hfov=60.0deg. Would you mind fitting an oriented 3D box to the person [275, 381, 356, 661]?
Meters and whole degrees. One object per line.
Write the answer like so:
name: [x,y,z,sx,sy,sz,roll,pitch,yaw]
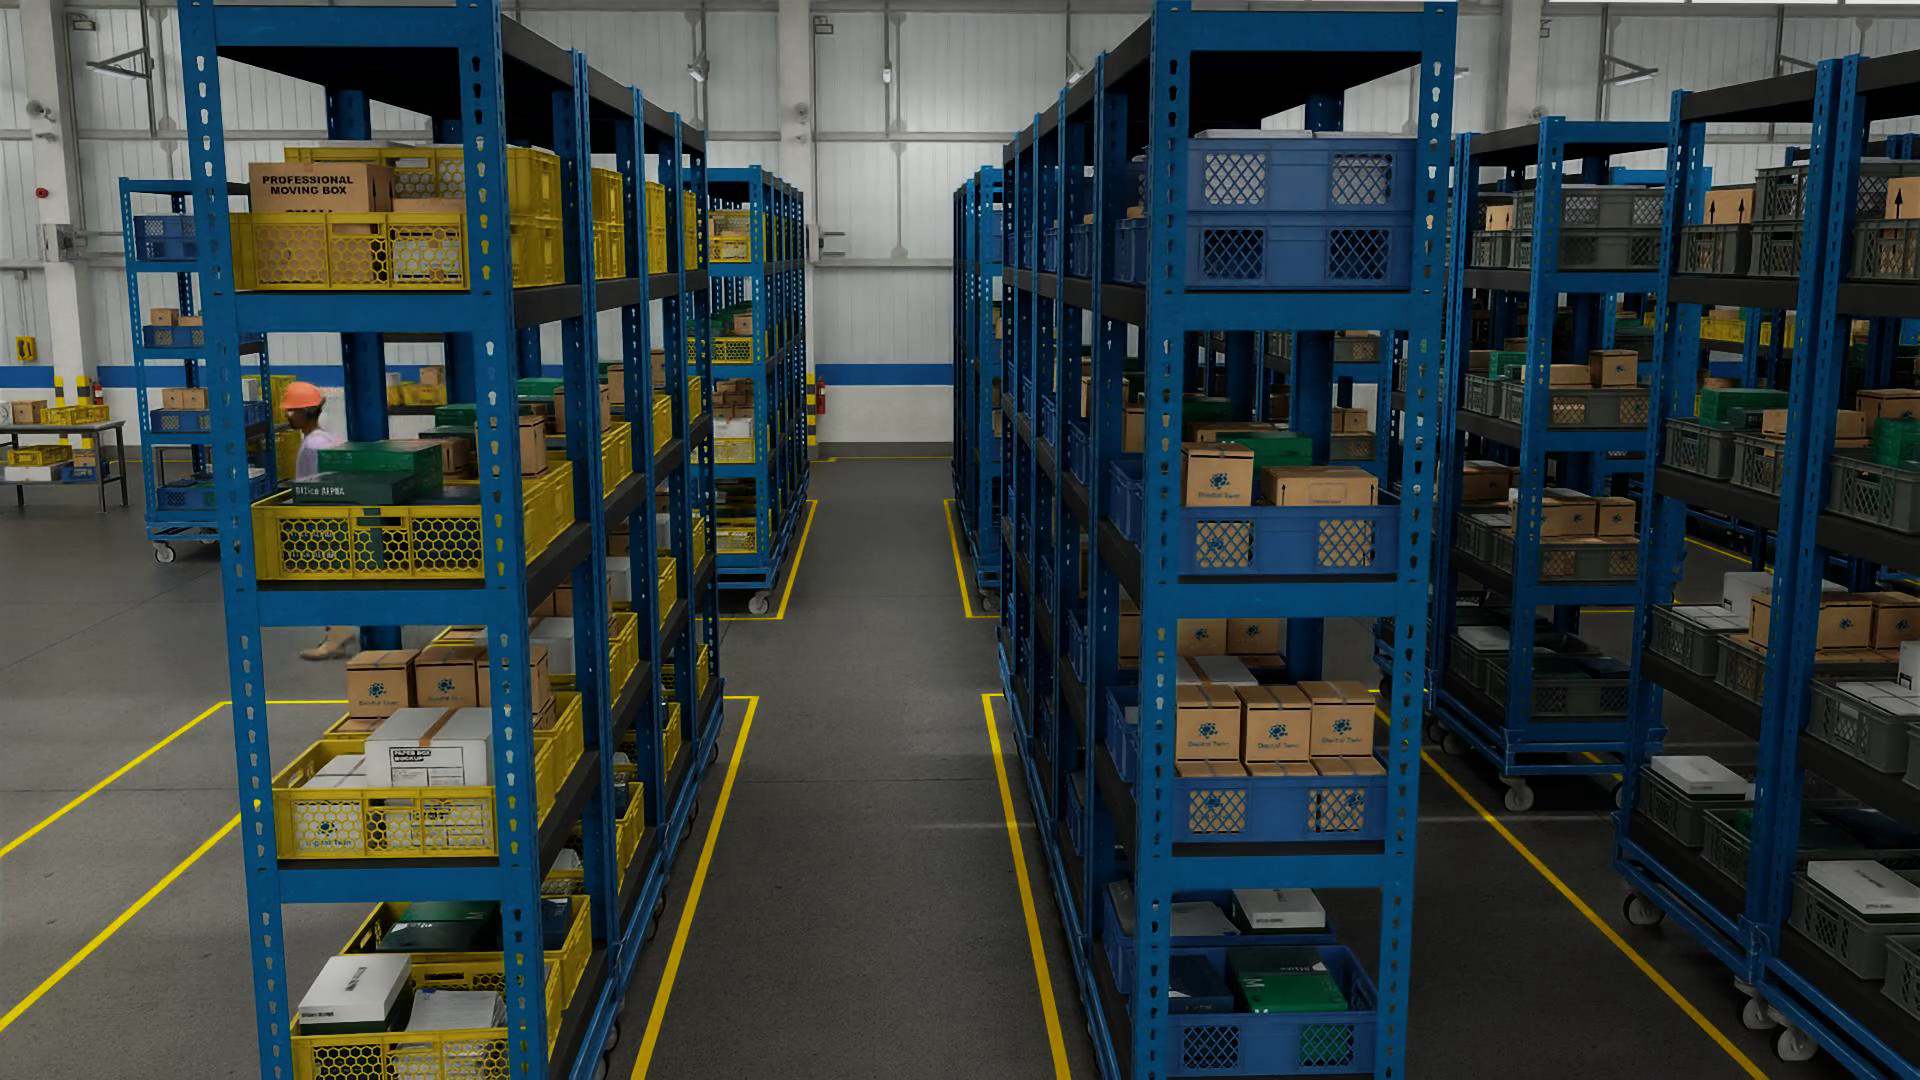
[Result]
person: [-4.621,-0.117,11.881,0.427,2.028,0.646,-4,11,-20]
